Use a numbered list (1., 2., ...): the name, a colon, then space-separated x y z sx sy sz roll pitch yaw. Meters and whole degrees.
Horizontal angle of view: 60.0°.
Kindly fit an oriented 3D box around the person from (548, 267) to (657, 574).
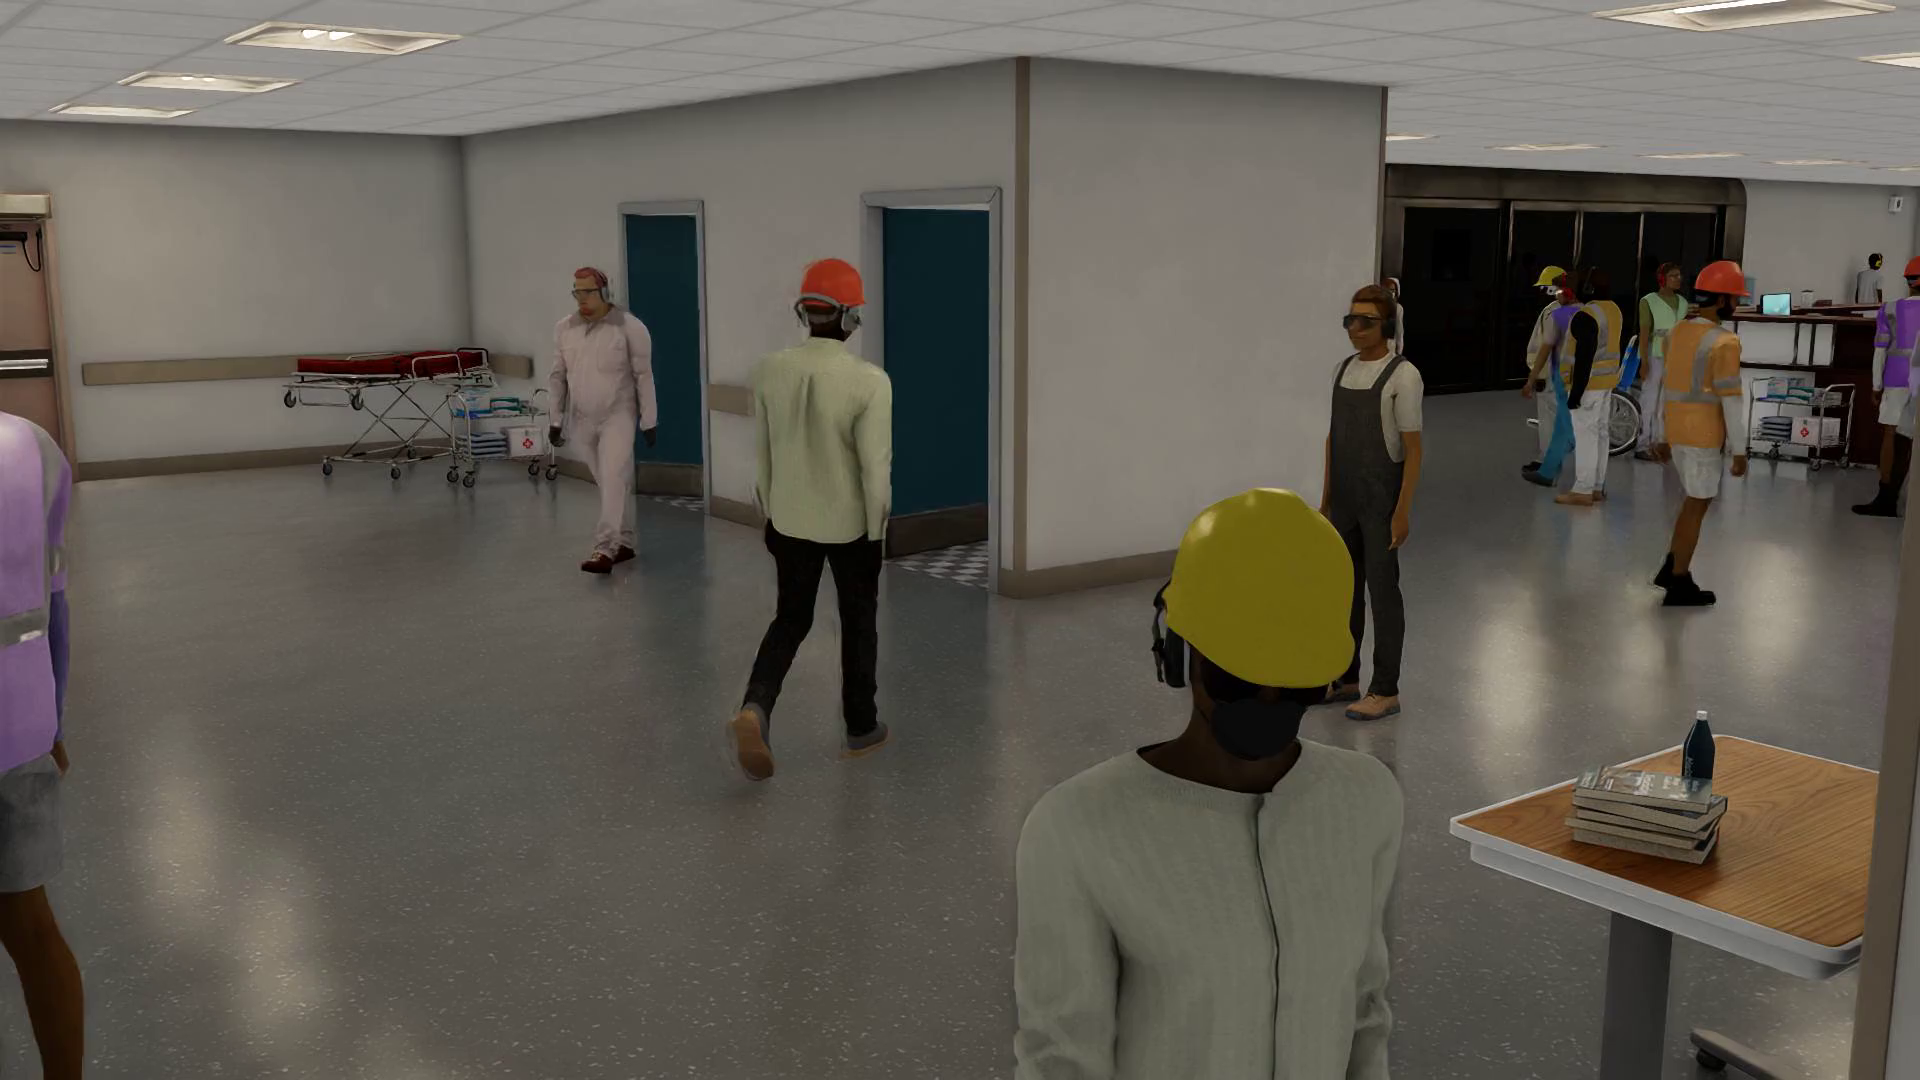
1. person: -2.259 -0.728 10.234 0.639 1.866 0.917 4 11 21

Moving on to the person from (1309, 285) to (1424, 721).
1. person: 1.730 -0.159 7.115 0.332 1.845 0.516 -6 12 -29

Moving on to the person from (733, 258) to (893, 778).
1. person: -0.543 -0.074 6.306 0.617 1.974 0.838 4 11 21

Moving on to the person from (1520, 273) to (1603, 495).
1. person: 4.940 -1.265 13.490 0.564 1.788 0.935 -7 12 -33

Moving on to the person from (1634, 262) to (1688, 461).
1. person: 6.556 -1.671 15.580 0.565 1.849 0.389 -6 12 -30

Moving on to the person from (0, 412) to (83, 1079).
1. person: -2.073 0.414 3.413 0.410 2.030 0.611 2 10 8

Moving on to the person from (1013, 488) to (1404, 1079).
1. person: 0.304 0.808 1.945 0.523 1.762 0.329 -5 11 -25

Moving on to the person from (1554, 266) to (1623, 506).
1. person: 4.861 -1.186 12.890 0.430 1.845 0.624 9 13 40

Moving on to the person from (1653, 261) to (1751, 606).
1. person: 4.144 -0.572 9.215 0.457 1.922 0.585 -2 10 -10

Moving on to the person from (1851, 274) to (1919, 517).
1. person: 7.130 -1.082 12.141 0.880 1.909 0.556 8 13 38

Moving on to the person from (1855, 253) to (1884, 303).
1. person: 15.479 -3.950 28.347 0.336 1.856 0.523 -4 11 -24

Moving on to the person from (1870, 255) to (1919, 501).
1. person: 7.300 -1.209 12.761 0.545 1.933 0.376 7 12 34

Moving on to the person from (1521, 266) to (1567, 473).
1. person: 5.208 -1.495 14.680 0.403 1.825 0.593 6 12 32
